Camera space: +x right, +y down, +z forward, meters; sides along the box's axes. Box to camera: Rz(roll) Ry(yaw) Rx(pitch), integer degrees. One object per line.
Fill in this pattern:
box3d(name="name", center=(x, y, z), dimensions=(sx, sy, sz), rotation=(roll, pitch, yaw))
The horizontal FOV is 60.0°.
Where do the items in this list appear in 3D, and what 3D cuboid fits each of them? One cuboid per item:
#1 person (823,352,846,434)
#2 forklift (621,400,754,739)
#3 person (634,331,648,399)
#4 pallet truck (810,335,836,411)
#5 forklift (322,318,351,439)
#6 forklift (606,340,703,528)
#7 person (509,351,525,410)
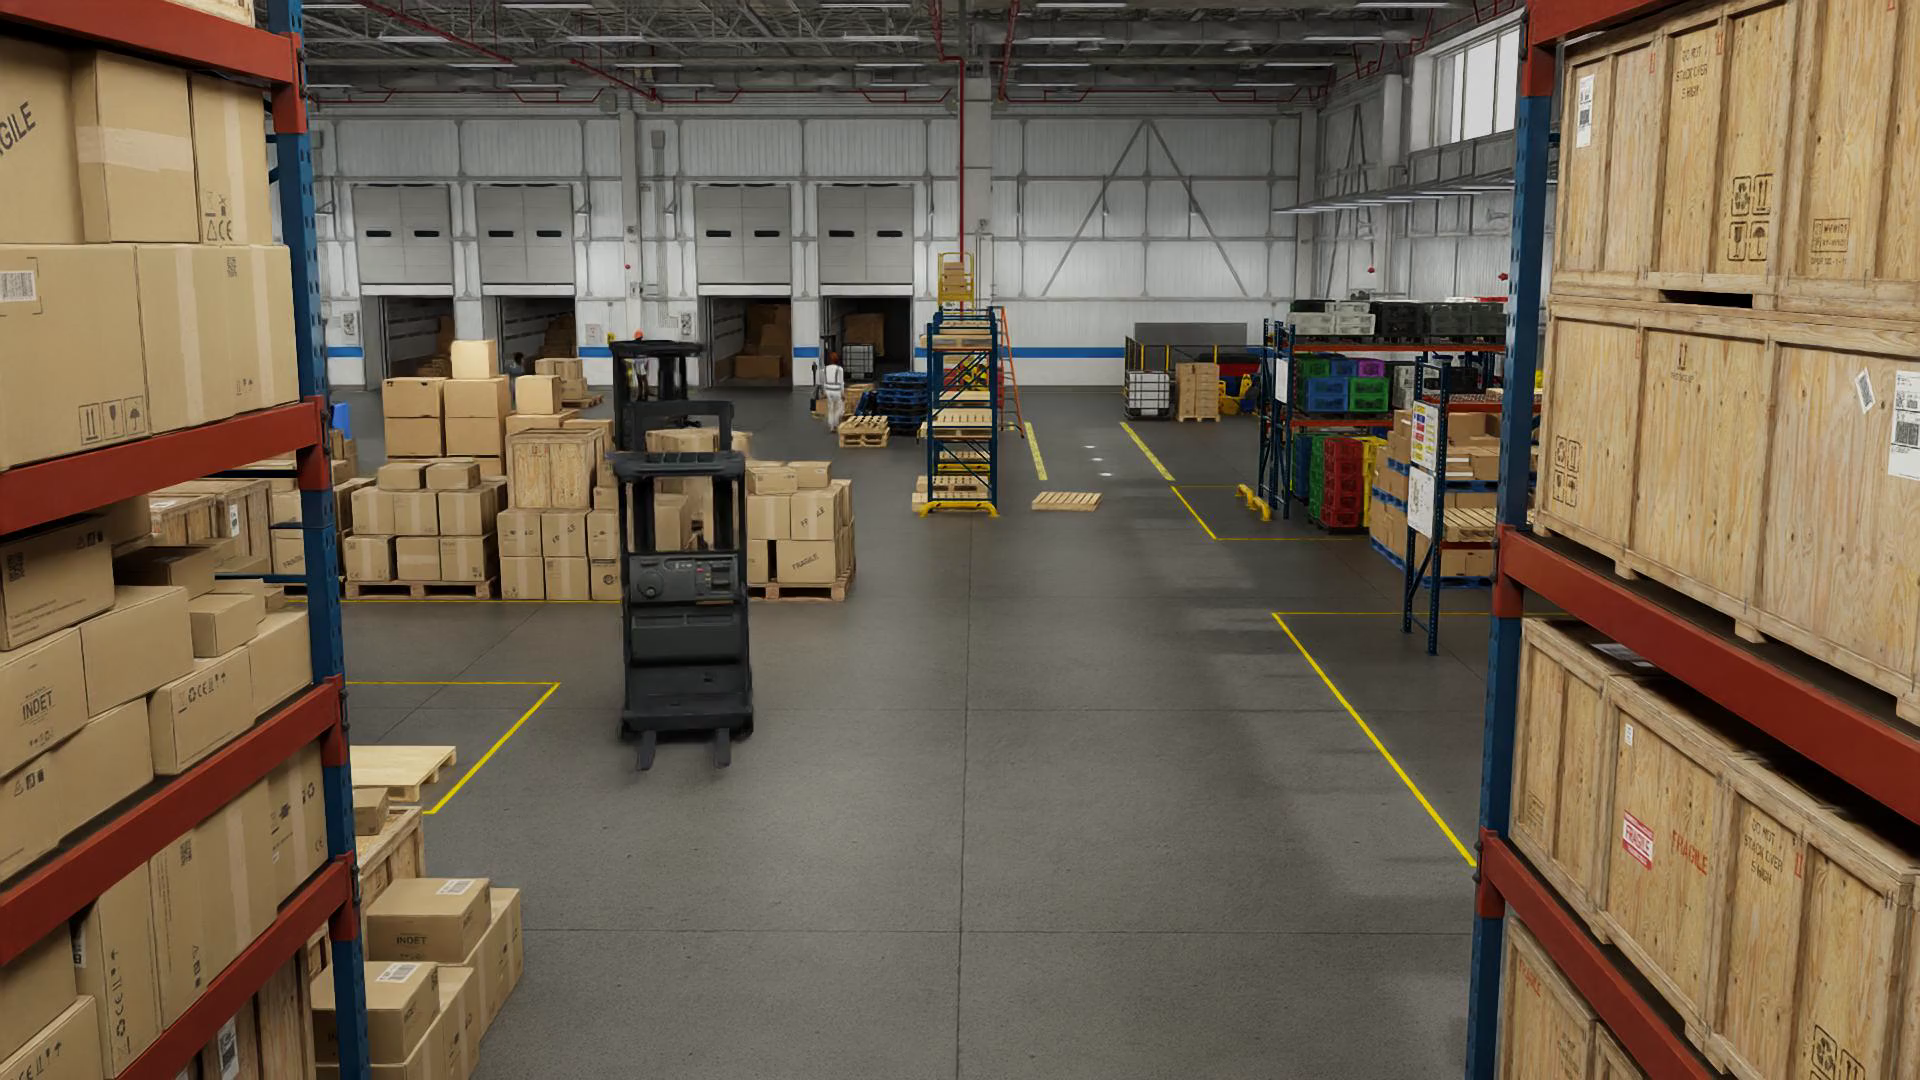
box3d(name="person", center=(-2.837, -3.335, 37.850), dimensions=(0.609, 1.868, 0.453), rotation=(6, 12, 31))
box3d(name="forklift", center=(-2.450, 0.154, 14.815), dimensions=(1.129, 2.768, 1.873), rotation=(-1, 10, -8))
box3d(name="person", center=(-9.036, -4.945, 46.982), dimensions=(0.544, 1.929, 0.388), rotation=(8, 13, 38))
box3d(name="pallet truck", center=(-3.021, -4.312, 43.126), dimensions=(1.885, 1.965, 0.823), rotation=(3, 10, 17))
box3d(name="forklift", center=(-13.005, -3.008, 33.057), dimensions=(1.129, 2.768, 1.873), rotation=(0, 10, 1))
box3d(name="forklift", center=(-4.729, -1.598, 24.923), dimensions=(1.129, 2.768, 1.873), rotation=(-6, 12, -33))
box3d(name="person", center=(-10.147, -3.362, 37.954), dimensions=(1.003, 1.901, 0.647), rotation=(1, 10, 6))
